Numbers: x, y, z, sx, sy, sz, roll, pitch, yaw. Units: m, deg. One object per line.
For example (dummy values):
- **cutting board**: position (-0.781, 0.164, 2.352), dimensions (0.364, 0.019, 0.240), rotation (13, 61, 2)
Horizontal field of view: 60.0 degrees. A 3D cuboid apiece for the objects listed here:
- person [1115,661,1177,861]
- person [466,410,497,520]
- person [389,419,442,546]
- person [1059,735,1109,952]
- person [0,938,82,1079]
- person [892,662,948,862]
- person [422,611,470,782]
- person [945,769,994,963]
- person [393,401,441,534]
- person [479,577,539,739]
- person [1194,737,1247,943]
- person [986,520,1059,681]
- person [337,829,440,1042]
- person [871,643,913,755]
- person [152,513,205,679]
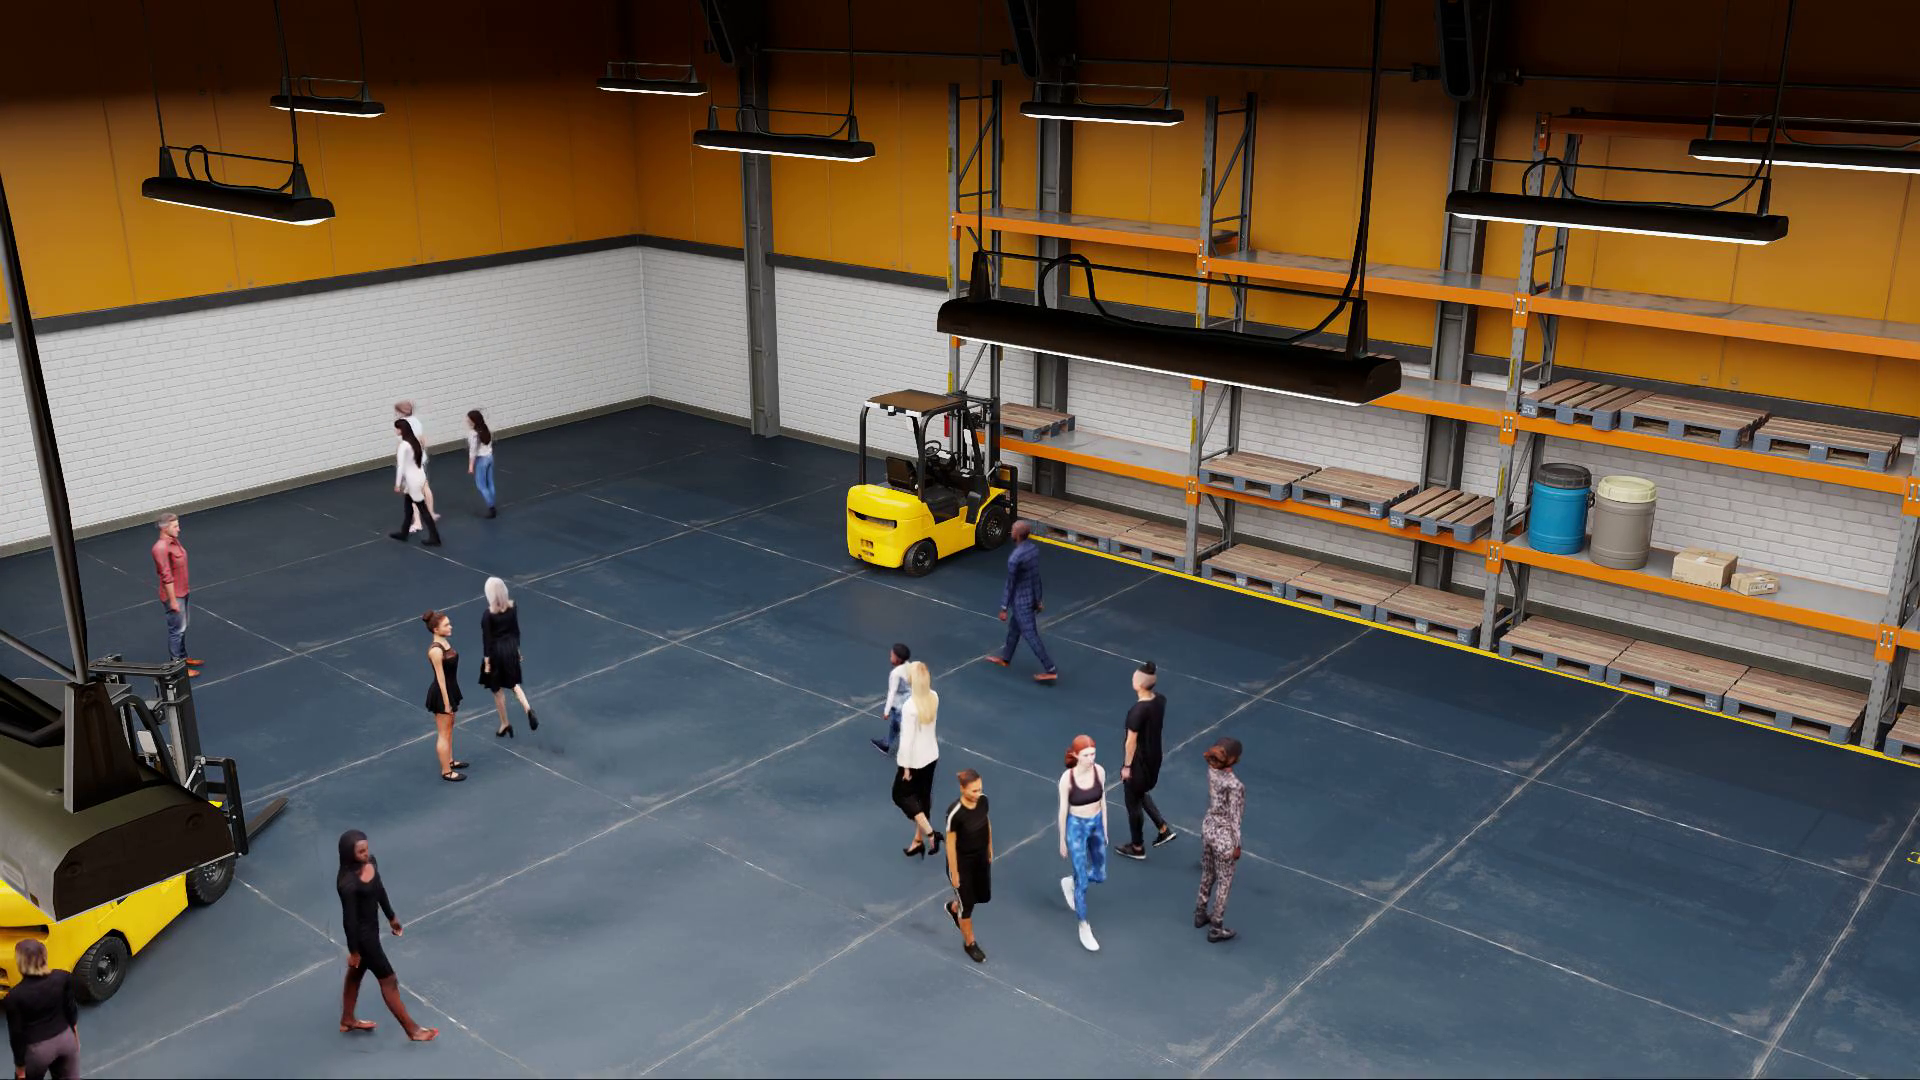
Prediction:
- **person**: position (1.634, 1.909, 14.282), dimensions (0.812, 1.855, 0.751), rotation (10, 21, 28)
- **person**: position (-6.752, -1.112, 23.647), dimensions (0.744, 1.602, 0.768), rotation (10, 21, 26)
- **person**: position (-7.220, -0.743, 22.284), dimensions (1.081, 1.773, 0.958), rotation (2, 19, 6)
- **person**: position (0.942, 2.328, 13.165), dimensions (0.800, 1.774, 0.980), rotation (-8, 20, -23)
- **person**: position (-5.698, 3.289, 10.483), dimensions (0.588, 1.663, 0.634), rotation (12, 22, 33)
- **person**: position (-0.288, 1.929, 14.231), dimensions (0.741, 1.848, 0.629), rotation (13, 23, 35)
- **person**: position (-4.920, 1.468, 15.877), dimensions (0.739, 1.673, 0.673), rotation (-2, 19, -7)
- **person**: position (0.010, 2.468, 12.941), dimensions (0.821, 1.652, 0.706), rotation (18, 25, 42)
- **person**: position (-7.551, -1.064, 23.179), dimensions (0.963, 1.810, 1.106), rotation (9, 20, 24)
- **person**: position (-4.499, 1.209, 16.548), dimensions (0.863, 1.734, 0.661), rotation (11, 22, 30)
- **person**: position (2.064, 2.350, 13.197), dimensions (0.721, 1.712, 0.632), rotation (-7, 20, -19)
- **person**: position (0.781, 0.690, 18.034), dimensions (1.240, 1.769, 0.804), rotation (10, 21, 28)
- **person**: position (-4.316, 2.816, 11.843), dimensions (1.068, 1.692, 0.996), rotation (-3, 19, -9)
- **person**: position (-0.515, 1.611, 16.128), dimensions (0.842, 1.240, 0.615), rotation (9, 21, 24)
- **person**: position (-8.633, 0.581, 18.263), dimensions (0.822, 1.830, 0.711), rotation (-5, 19, -14)
